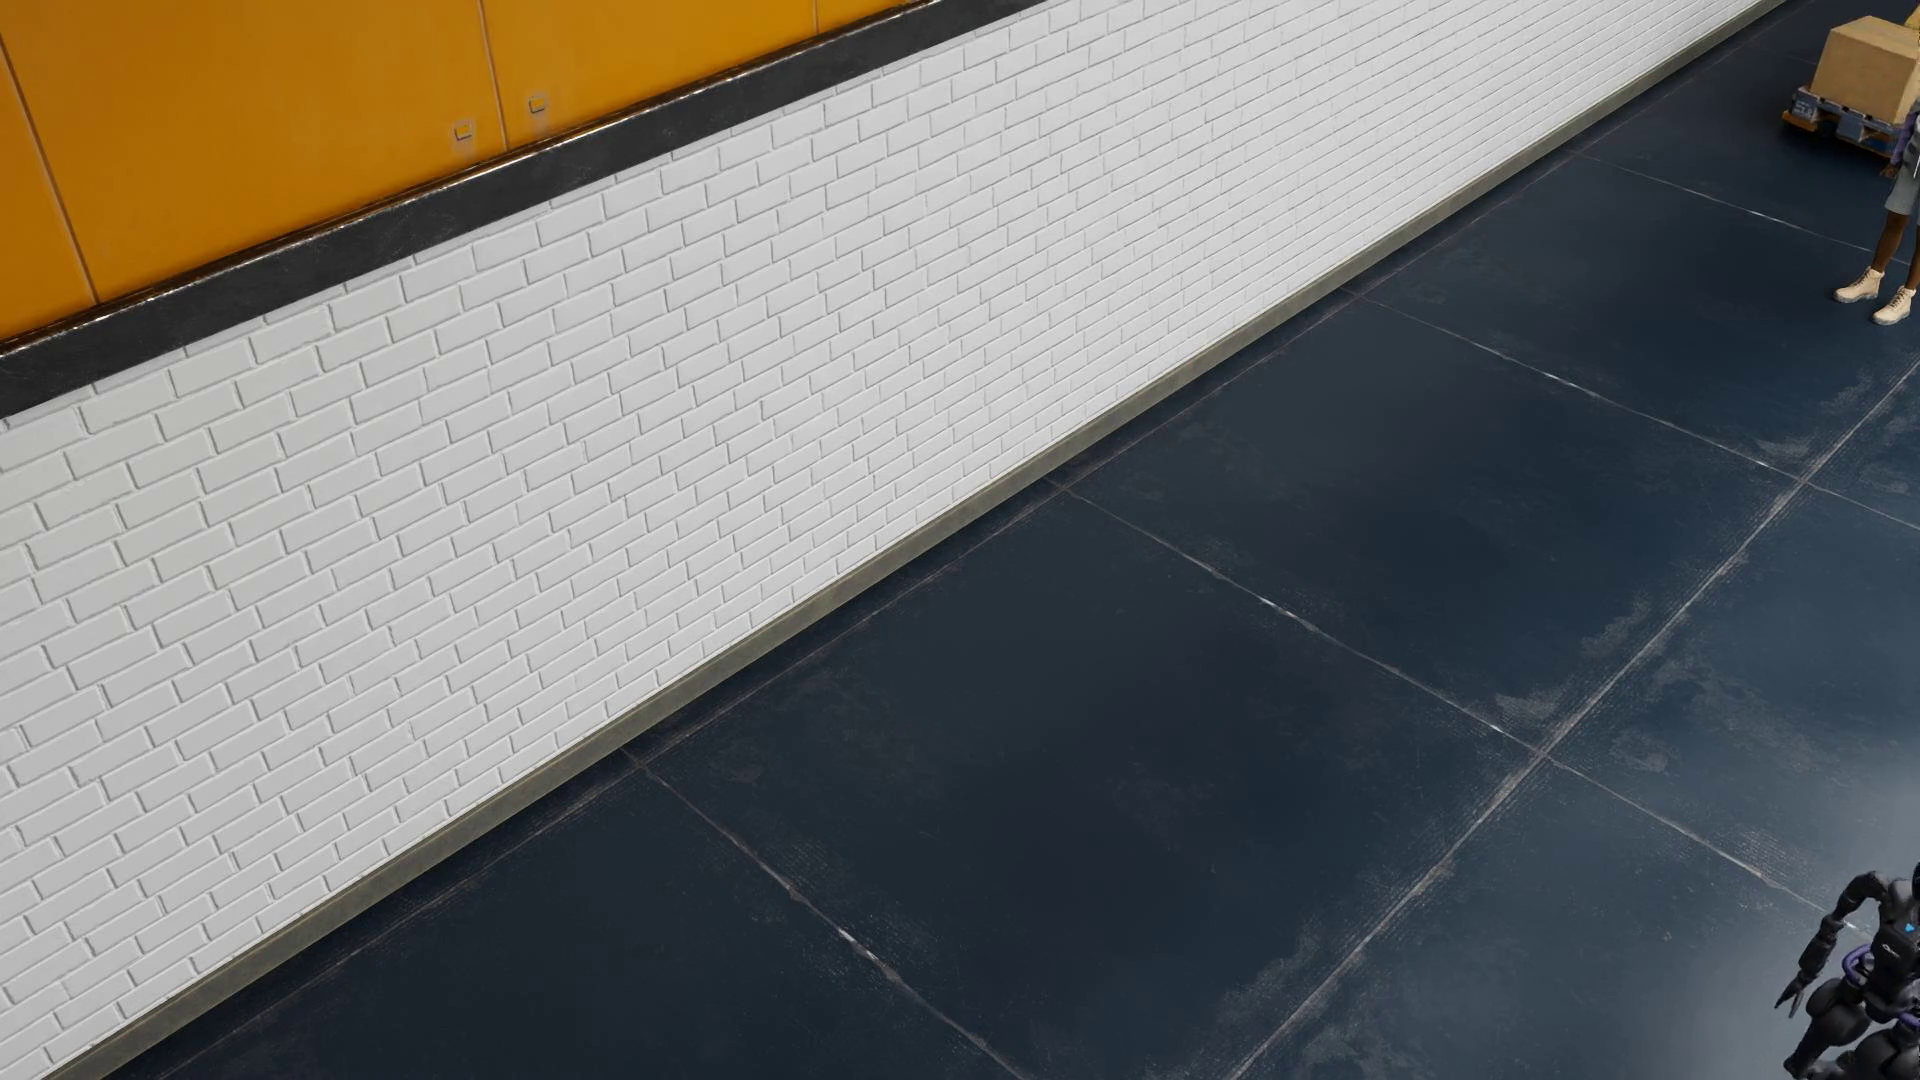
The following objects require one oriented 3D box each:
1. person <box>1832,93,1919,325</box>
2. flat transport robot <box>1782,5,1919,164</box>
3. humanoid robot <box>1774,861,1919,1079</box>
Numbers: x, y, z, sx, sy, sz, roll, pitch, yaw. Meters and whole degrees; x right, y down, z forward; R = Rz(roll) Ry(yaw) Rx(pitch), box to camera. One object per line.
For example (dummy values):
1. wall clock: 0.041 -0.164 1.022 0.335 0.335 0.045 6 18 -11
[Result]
1. person: 6.072 -2.319 10.401 0.372 2.044 0.604 -15 41 -18
2. flat transport robot: 7.197 -3.158 12.868 0.659 0.231 1.431 -23 44 -26
3. humanoid robot: 3.186 1.648 5.751 0.623 1.638 0.611 -20 43 -24
